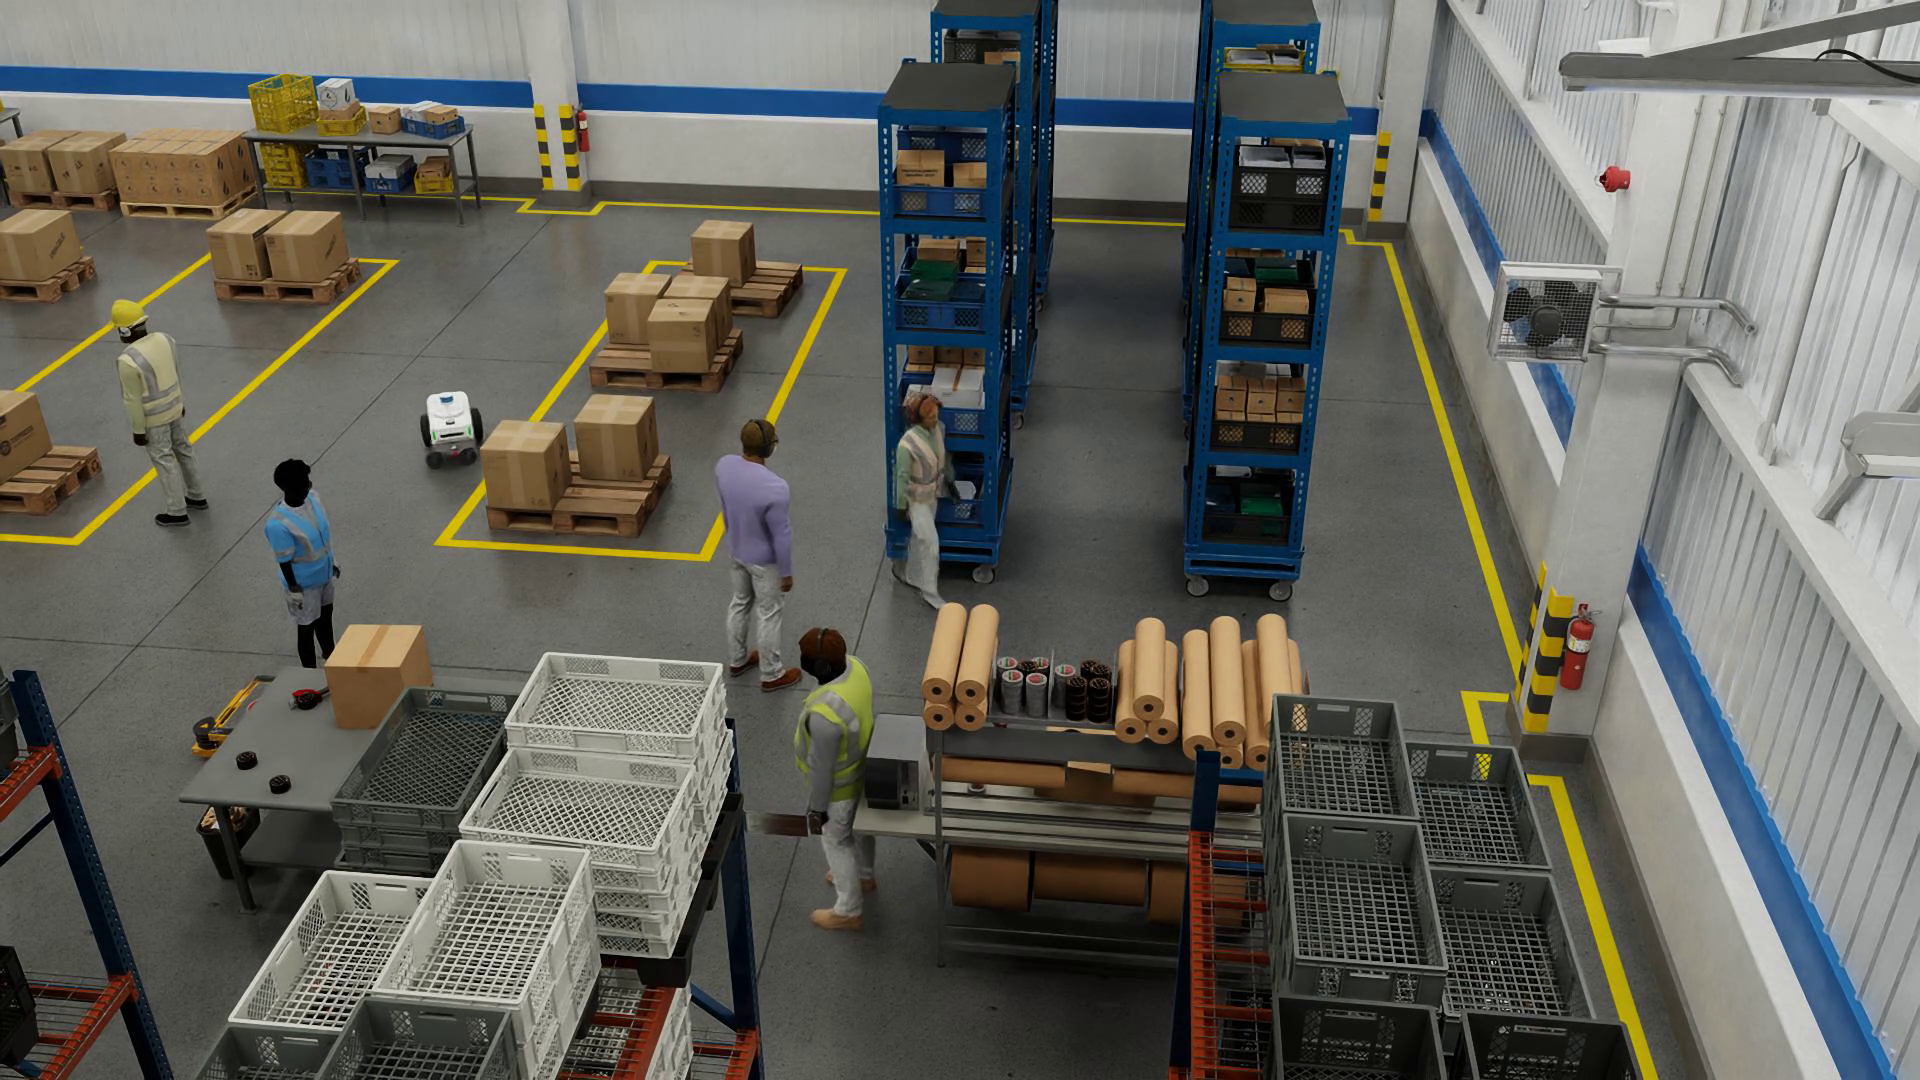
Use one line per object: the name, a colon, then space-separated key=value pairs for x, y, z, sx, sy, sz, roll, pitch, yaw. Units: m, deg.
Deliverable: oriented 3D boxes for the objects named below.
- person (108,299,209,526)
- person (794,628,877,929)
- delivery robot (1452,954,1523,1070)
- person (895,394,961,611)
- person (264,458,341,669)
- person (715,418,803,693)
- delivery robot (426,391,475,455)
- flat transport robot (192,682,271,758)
person: x=-6.191 y=-0.987 z=12.811 sx=0.403 sy=1.825 sz=0.589 roll=5 pitch=31 yaw=8
person: x=-0.666 y=1.260 z=8.947 sx=0.431 sy=1.832 sz=0.626 roll=6 pitch=31 yaw=10
delivery robot: x=2.697 y=2.312 z=8.304 sx=0.477 sy=0.478 sz=0.707 roll=2 pitch=30 yaw=4
person: x=-0.185 y=-0.280 z=11.799 sx=0.626 sy=1.618 sz=0.519 roll=16 pitch=34 yaw=25
person: x=-4.231 y=0.234 z=10.839 sx=0.319 sy=1.692 sz=0.533 roll=5 pitch=31 yaw=8
person: x=-1.314 y=0.095 z=10.861 sx=0.636 sy=1.927 sz=0.380 roll=23 pitch=37 yaw=34
delivery robot: x=-4.295 y=-1.007 z=14.005 sx=0.477 sy=0.478 sz=0.707 roll=-9 pitch=32 yaw=-16
flat transport robot: x=-4.089 y=1.163 z=10.648 sx=1.431 sy=0.197 sz=0.652 roll=3 pitch=30 yaw=6
